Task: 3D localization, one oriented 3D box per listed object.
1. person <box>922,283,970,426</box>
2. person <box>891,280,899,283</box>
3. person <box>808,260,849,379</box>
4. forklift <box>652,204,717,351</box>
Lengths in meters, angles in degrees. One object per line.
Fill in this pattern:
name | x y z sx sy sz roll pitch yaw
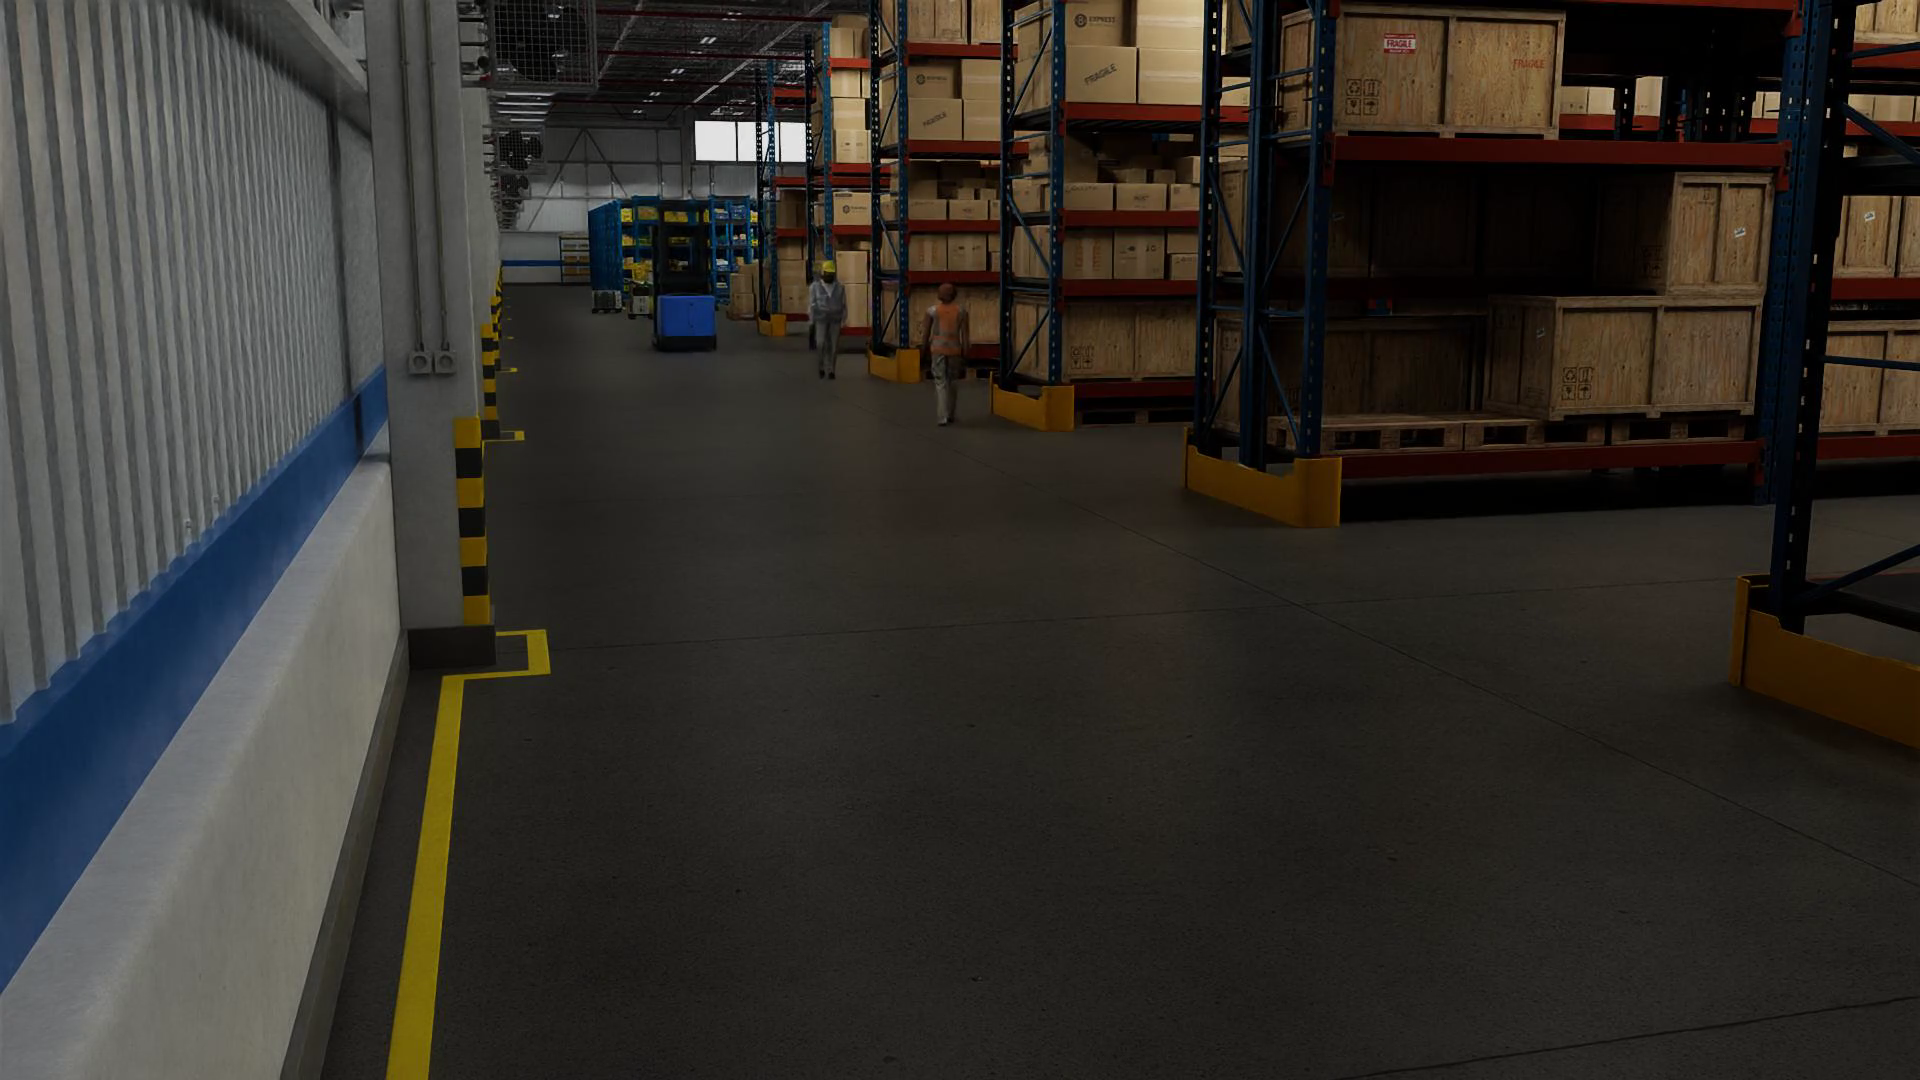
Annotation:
person | -0.161 -2.118 18.966 0.520 1.605 0.749 -1 10 -7
person | -1.138 -4.261 30.197 0.649 1.922 0.567 1 10 7
person | -1.978 -3.325 25.211 0.617 1.811 0.559 -3 10 -14
forklift | -5.394 -5.119 32.359 1.129 2.768 1.873 -3 10 -15
